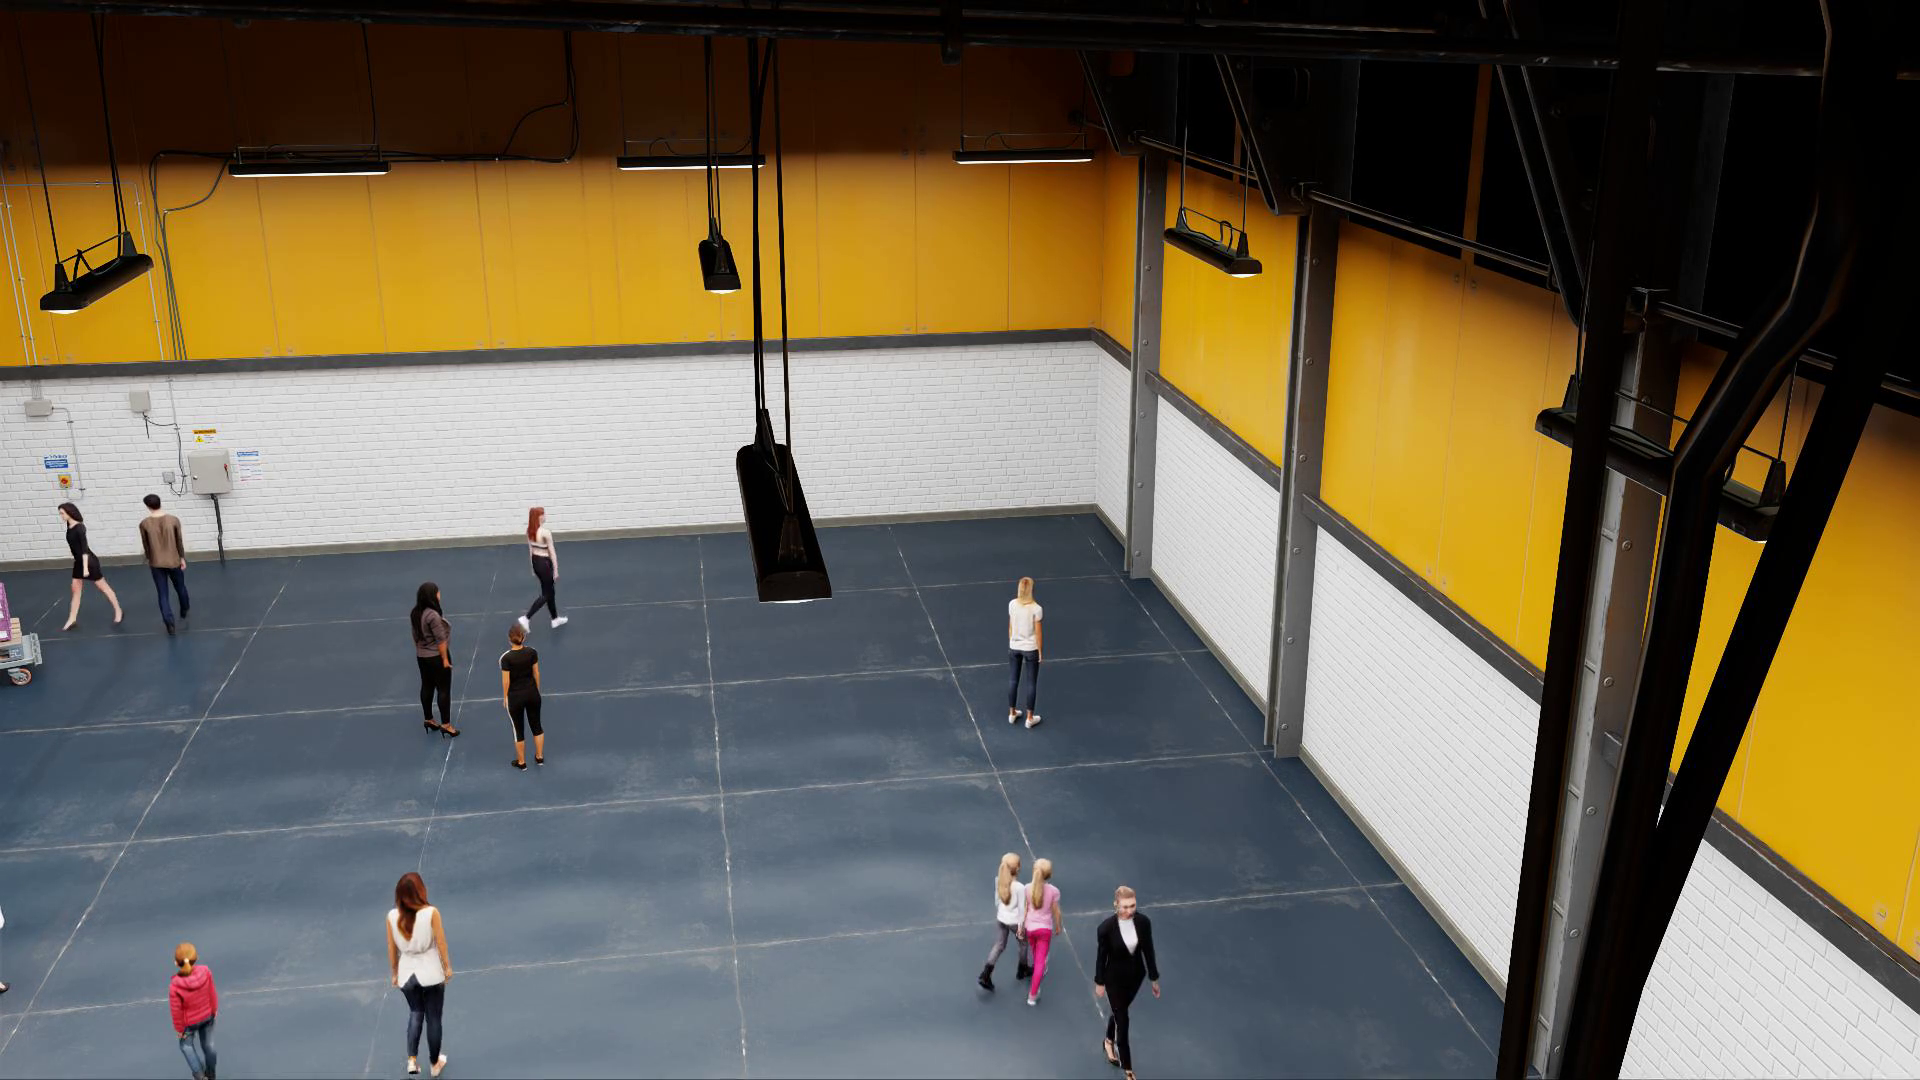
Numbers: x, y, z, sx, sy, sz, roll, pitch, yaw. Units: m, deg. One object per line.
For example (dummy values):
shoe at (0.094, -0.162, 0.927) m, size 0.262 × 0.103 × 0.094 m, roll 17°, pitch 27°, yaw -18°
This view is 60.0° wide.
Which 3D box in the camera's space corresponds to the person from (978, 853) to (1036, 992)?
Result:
person at (0.388, 3.280, 14.212) m, size 0.864 × 1.257 × 0.881 m, roll 15°, pitch 23°, yaw 37°

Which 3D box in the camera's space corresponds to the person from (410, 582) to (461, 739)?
person at (-6.020, 1.369, 18.977) m, size 0.745 × 1.837 × 0.806 m, roll 13°, pitch 22°, yaw 33°

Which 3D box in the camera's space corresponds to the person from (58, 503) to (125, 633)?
person at (-11.524, 0.357, 22.119) m, size 1.163 × 1.749 × 1.178 m, roll 15°, pitch 24°, yaw 37°

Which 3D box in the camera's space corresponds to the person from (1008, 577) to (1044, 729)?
person at (0.736, 1.285, 19.270) m, size 0.660 × 1.809 × 0.693 m, roll 9°, pitch 21°, yaw 24°

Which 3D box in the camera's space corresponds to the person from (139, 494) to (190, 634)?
person at (-10.530, 0.347, 22.021) m, size 0.901 × 1.831 × 1.251 m, roll -9°, pitch 21°, yaw -25°

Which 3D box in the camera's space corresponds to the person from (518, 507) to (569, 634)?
person at (-5.575, 0.425, 21.965) m, size 1.043 × 1.720 × 1.107 m, roll 12°, pitch 22°, yaw 32°

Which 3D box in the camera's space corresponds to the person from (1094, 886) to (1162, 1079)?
person at (1.244, 3.437, 13.090) m, size 0.788 × 1.674 × 1.005 m, roll -9°, pitch 21°, yaw -25°

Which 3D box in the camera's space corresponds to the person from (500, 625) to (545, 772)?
person at (-4.790, 1.709, 18.231) m, size 0.662 × 1.669 × 0.668 m, roll -13°, pitch 23°, yaw -34°

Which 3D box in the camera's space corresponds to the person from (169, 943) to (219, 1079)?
person at (-5.861, 3.719, 12.828) m, size 0.711 × 1.309 × 0.648 m, roll 17°, pitch 25°, yaw 41°

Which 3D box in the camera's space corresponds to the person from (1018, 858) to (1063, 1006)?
person at (0.656, 3.329, 14.090) m, size 0.758 × 1.242 × 0.958 m, roll 6°, pitch 19°, yaw 16°

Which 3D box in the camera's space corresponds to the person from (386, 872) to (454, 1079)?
person at (-4.214, 3.442, 12.919) m, size 0.666 × 1.774 × 0.732 m, roll 1°, pitch 19°, yaw 2°
